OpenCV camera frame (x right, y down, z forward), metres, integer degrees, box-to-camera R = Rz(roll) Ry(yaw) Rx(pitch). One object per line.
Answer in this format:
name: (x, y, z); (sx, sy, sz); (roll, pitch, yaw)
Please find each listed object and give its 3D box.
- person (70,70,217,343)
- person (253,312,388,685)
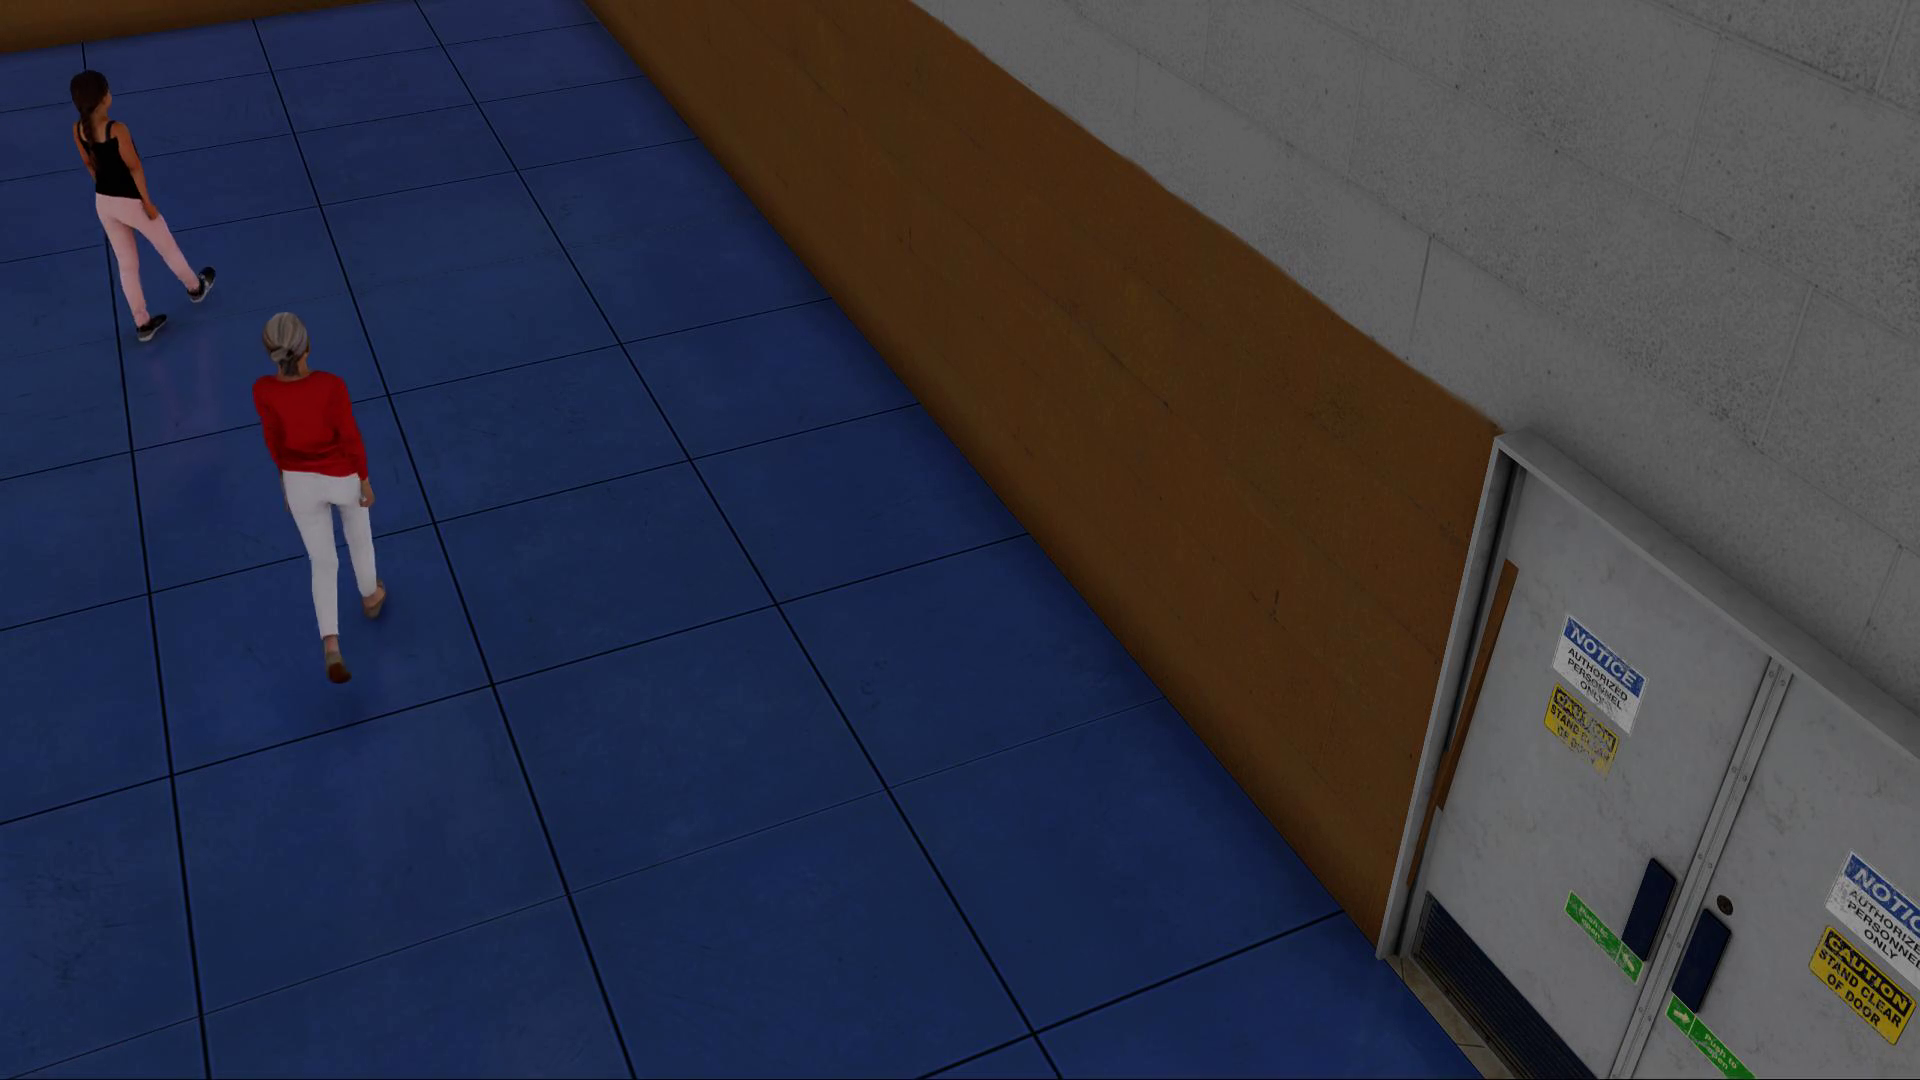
person: (-4.748, -1.847, 9.399); (0.945, 1.540, 0.907); (5, 37, 6)
person: (-2.700, -0.162, 7.048); (1.069, 1.667, 0.807); (-6, 37, -8)
